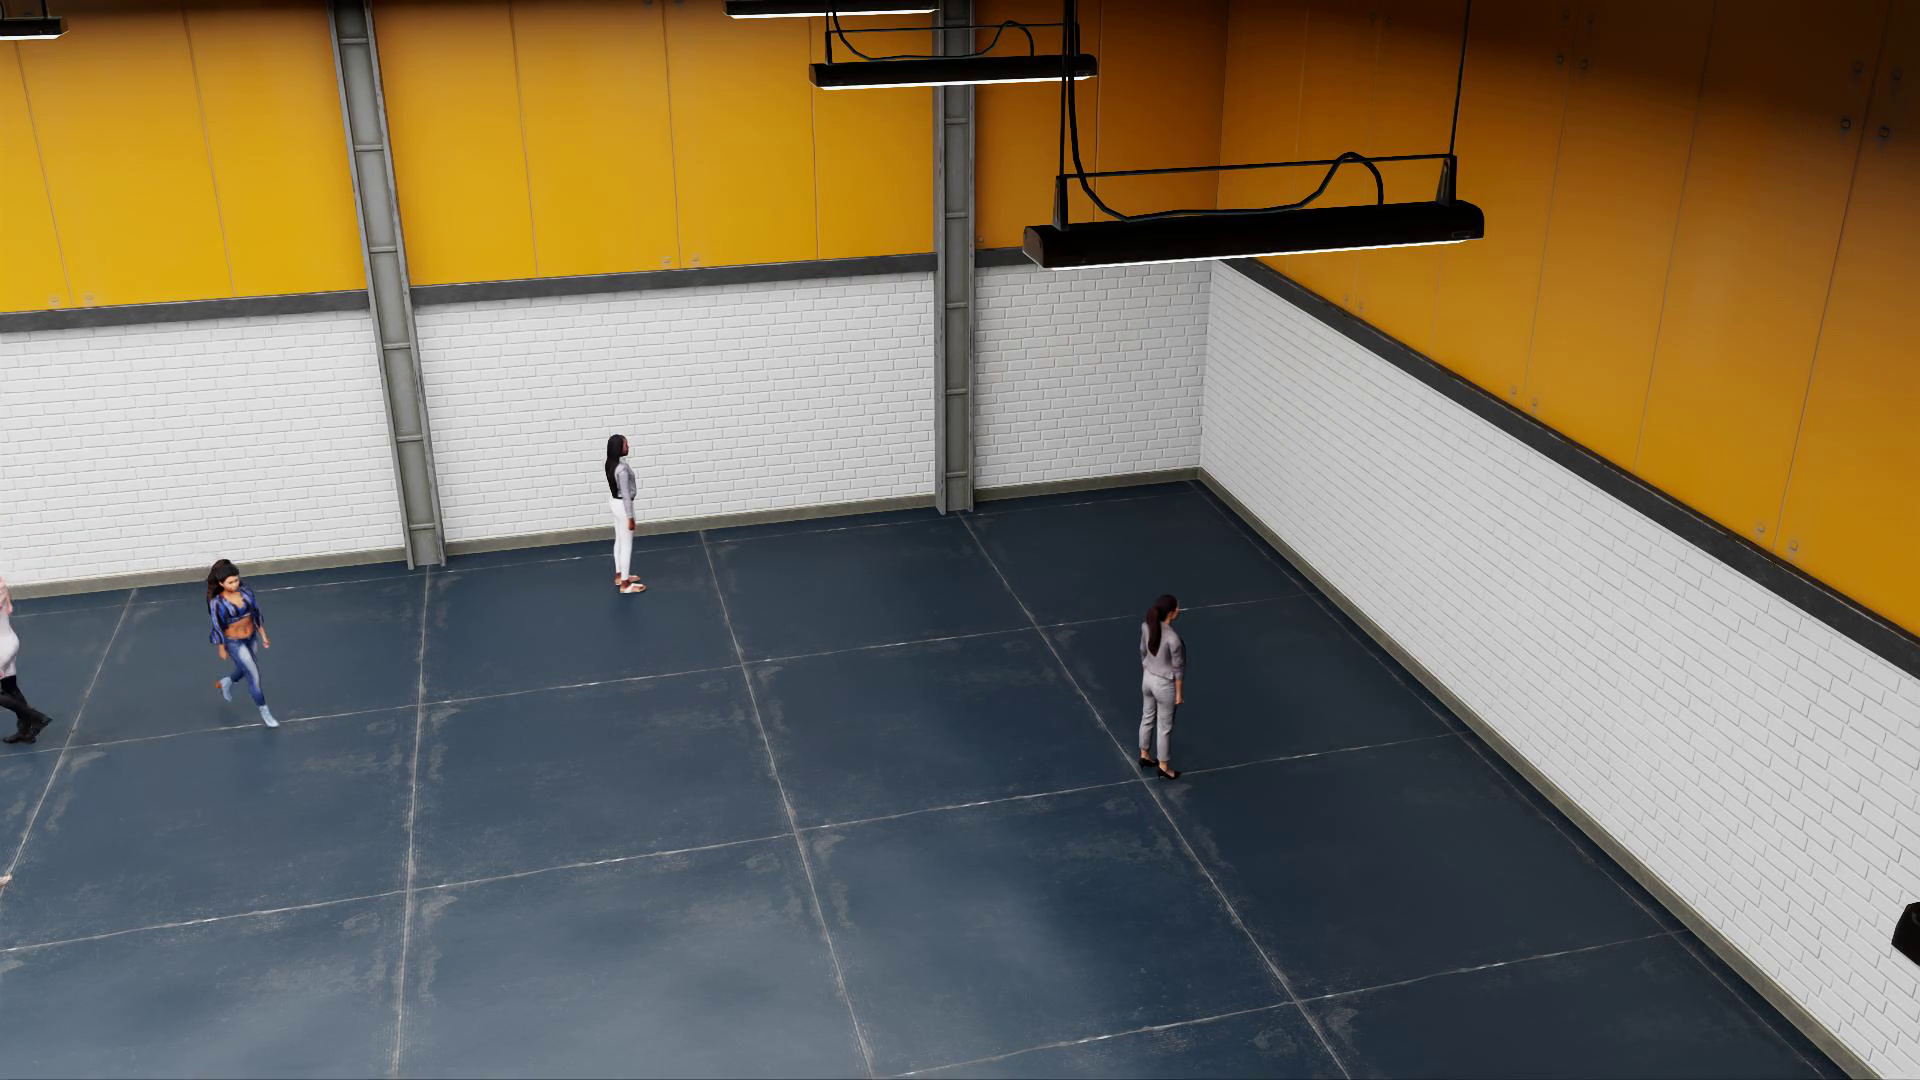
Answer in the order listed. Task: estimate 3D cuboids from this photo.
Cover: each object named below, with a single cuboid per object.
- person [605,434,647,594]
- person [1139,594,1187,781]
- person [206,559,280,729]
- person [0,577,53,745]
[{"bbox_3d":[-3.523,-0.294,17.385,0.560,1.723,0.621,-11,26,-23],"label":"person"},{"bbox_3d":[1.679,1.228,13.958,0.707,1.680,0.701,-17,29,-33],"label":"person"},{"bbox_3d":[-6.446,0.907,14.800,1.097,1.594,1.025,12,26,26],"label":"person"},{"bbox_3d":[-8.206,0.975,14.393,0.715,1.795,0.658,-4,24,-10],"label":"person"}]
